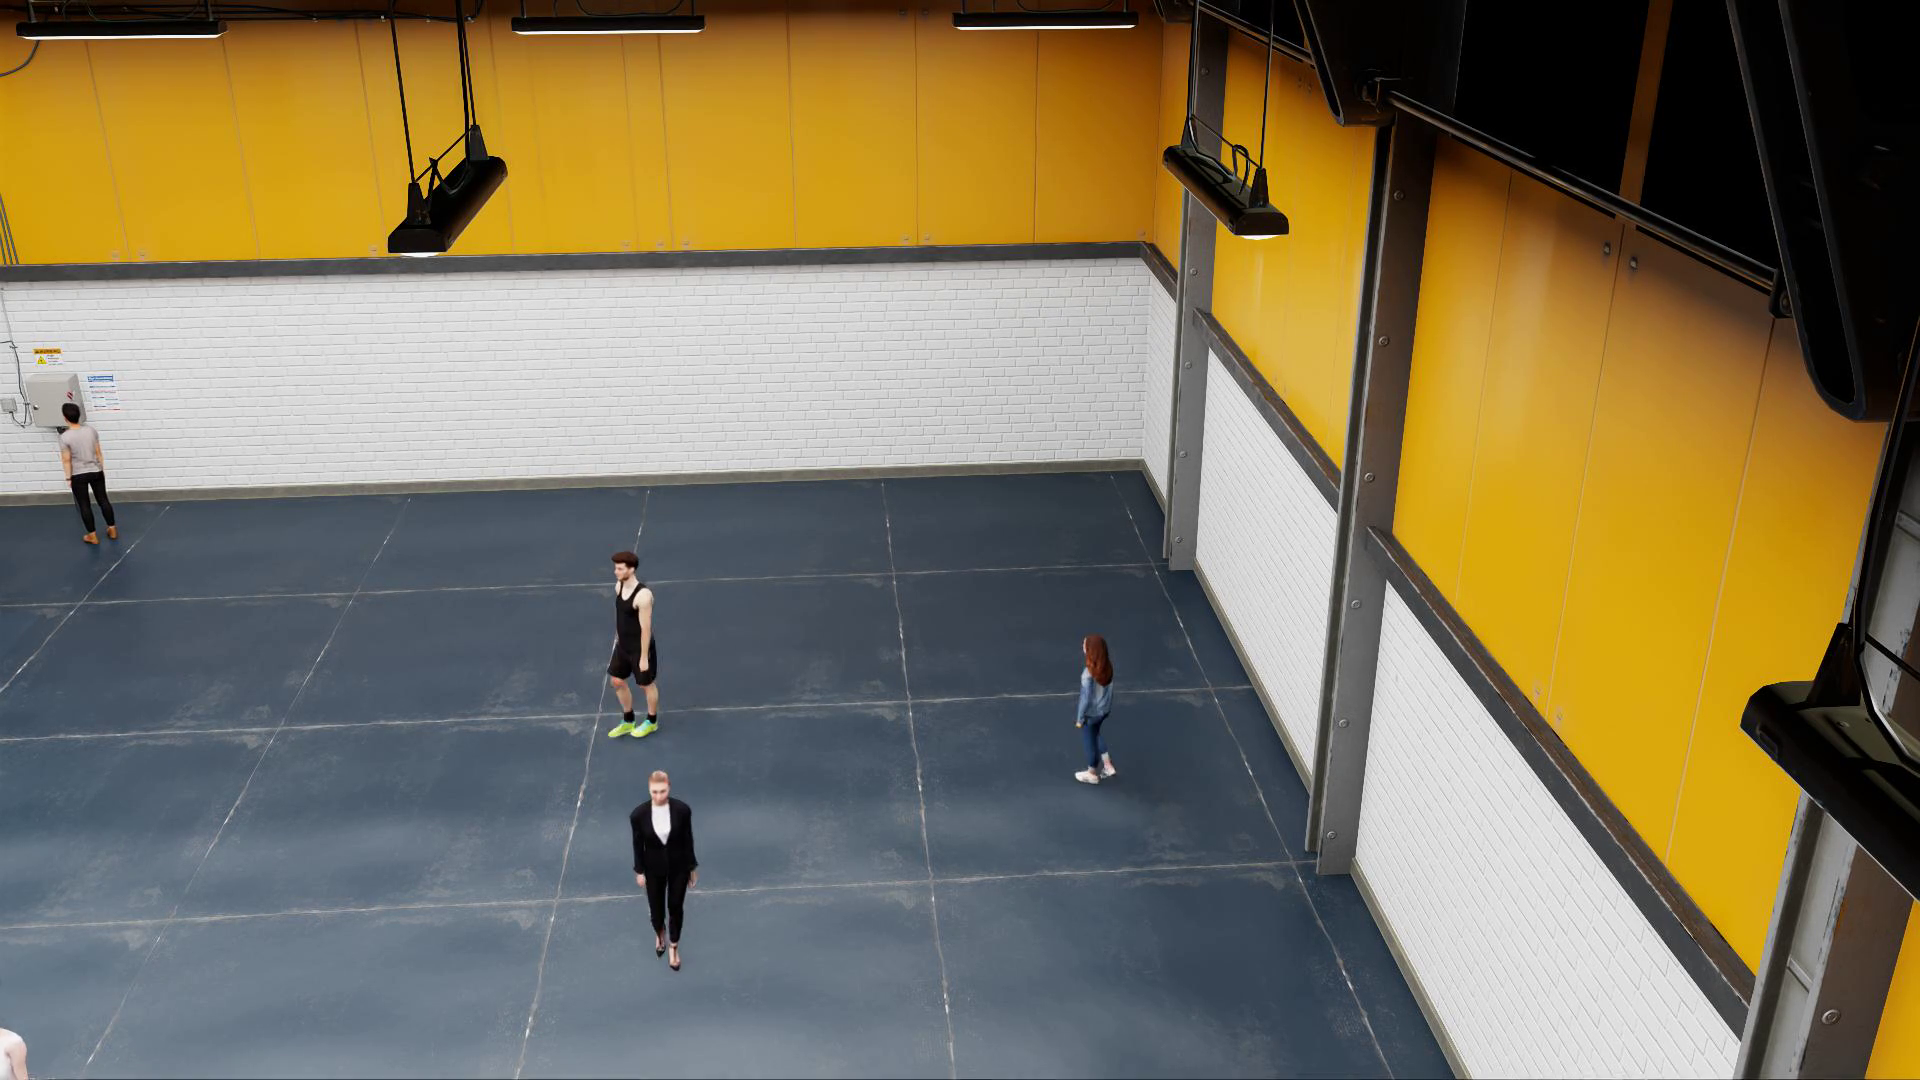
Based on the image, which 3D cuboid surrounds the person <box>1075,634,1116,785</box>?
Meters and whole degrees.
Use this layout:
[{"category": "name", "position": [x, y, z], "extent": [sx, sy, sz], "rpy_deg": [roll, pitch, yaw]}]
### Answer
[{"category": "person", "position": [1.253, 1.517, 14.574], "extent": [0.772, 1.469, 0.708], "rpy_deg": [17, 29, 33]}]

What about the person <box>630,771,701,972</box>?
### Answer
[{"category": "person", "position": [-2.174, 2.397, 12.277], "extent": [0.684, 1.695, 0.675], "rpy_deg": [-7, 25, -16]}]

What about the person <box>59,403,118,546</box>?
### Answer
[{"category": "person", "position": [-10.271, -0.794, 19.543], "extent": [0.721, 1.723, 0.675], "rpy_deg": [21, 31, 39]}]

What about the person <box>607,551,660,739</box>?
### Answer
[{"category": "person", "position": [-2.932, 0.942, 15.373], "extent": [0.863, 1.881, 0.928], "rpy_deg": [21, 31, 39]}]
